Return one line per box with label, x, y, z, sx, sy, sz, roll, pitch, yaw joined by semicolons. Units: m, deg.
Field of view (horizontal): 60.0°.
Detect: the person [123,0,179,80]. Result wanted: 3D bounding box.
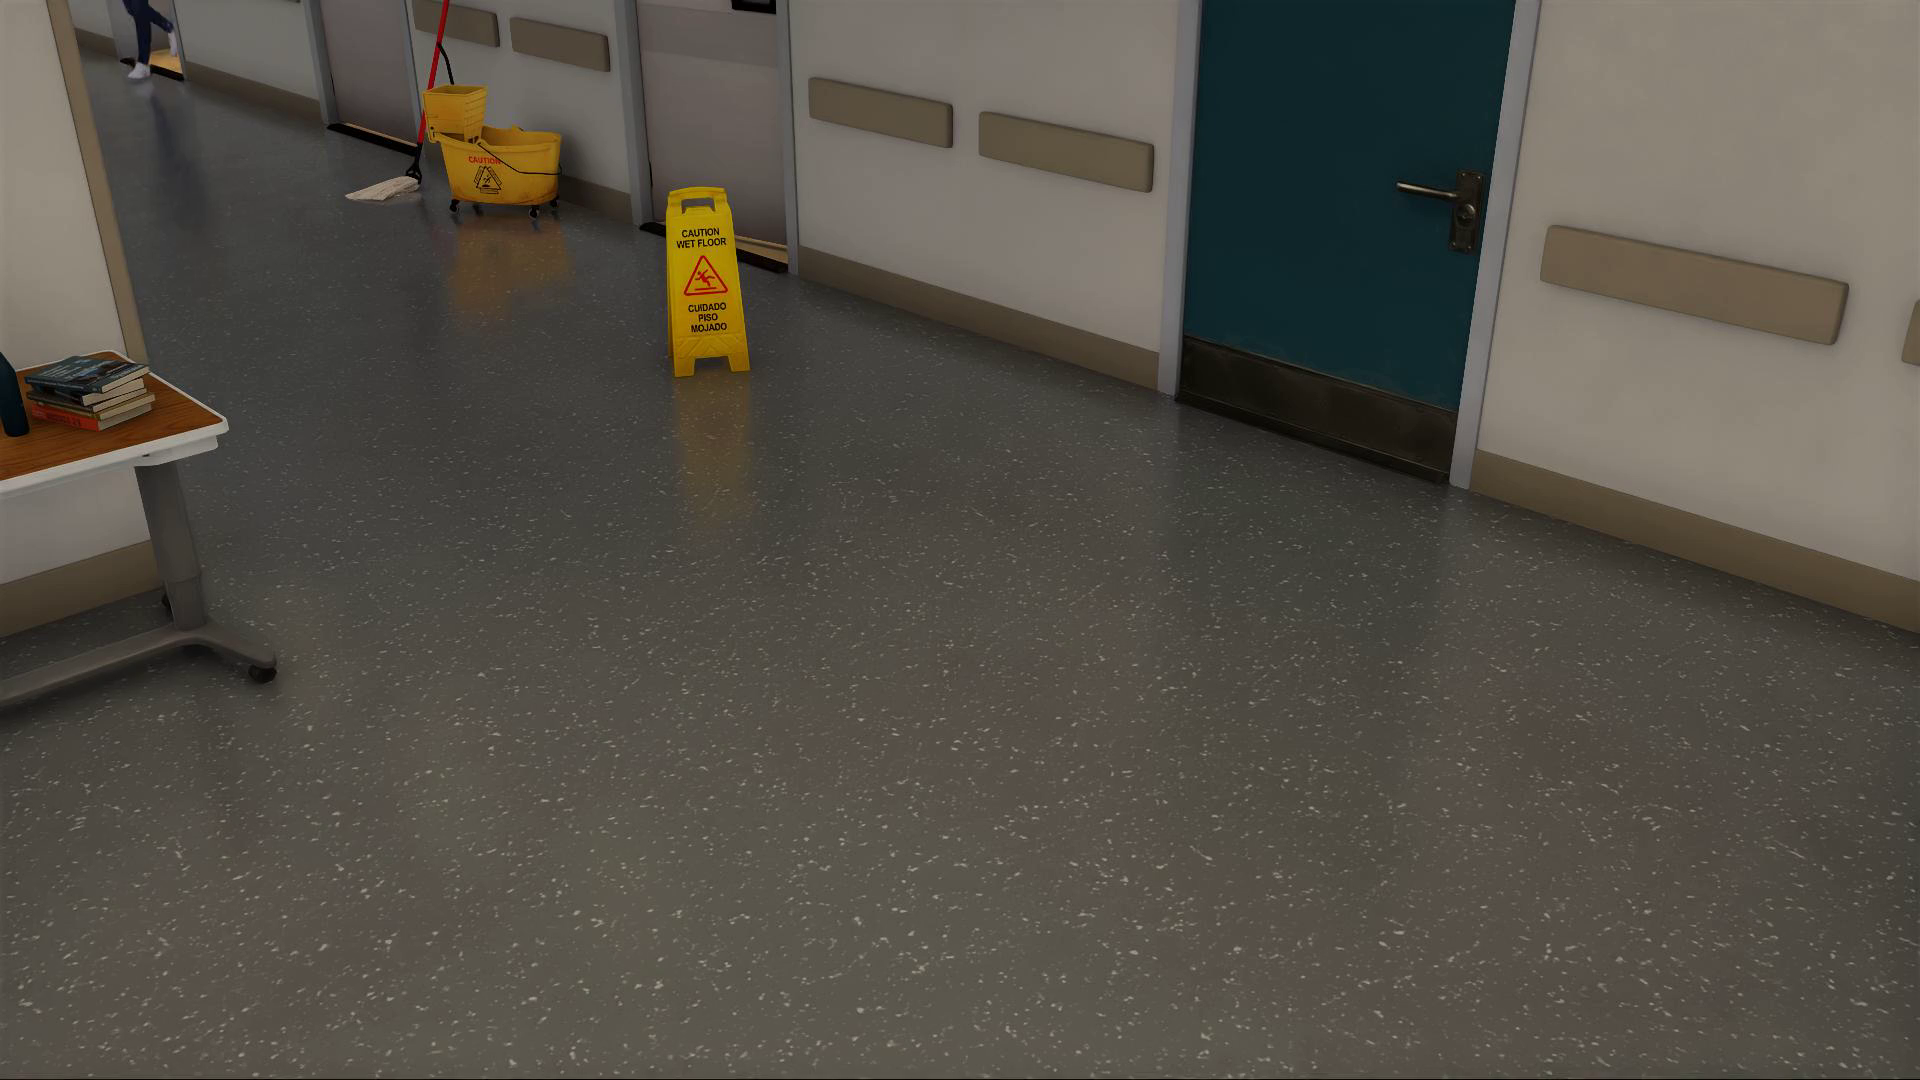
person;-6.318;-4.463;12.860;1.074;1.696;1.049;6;26;13
